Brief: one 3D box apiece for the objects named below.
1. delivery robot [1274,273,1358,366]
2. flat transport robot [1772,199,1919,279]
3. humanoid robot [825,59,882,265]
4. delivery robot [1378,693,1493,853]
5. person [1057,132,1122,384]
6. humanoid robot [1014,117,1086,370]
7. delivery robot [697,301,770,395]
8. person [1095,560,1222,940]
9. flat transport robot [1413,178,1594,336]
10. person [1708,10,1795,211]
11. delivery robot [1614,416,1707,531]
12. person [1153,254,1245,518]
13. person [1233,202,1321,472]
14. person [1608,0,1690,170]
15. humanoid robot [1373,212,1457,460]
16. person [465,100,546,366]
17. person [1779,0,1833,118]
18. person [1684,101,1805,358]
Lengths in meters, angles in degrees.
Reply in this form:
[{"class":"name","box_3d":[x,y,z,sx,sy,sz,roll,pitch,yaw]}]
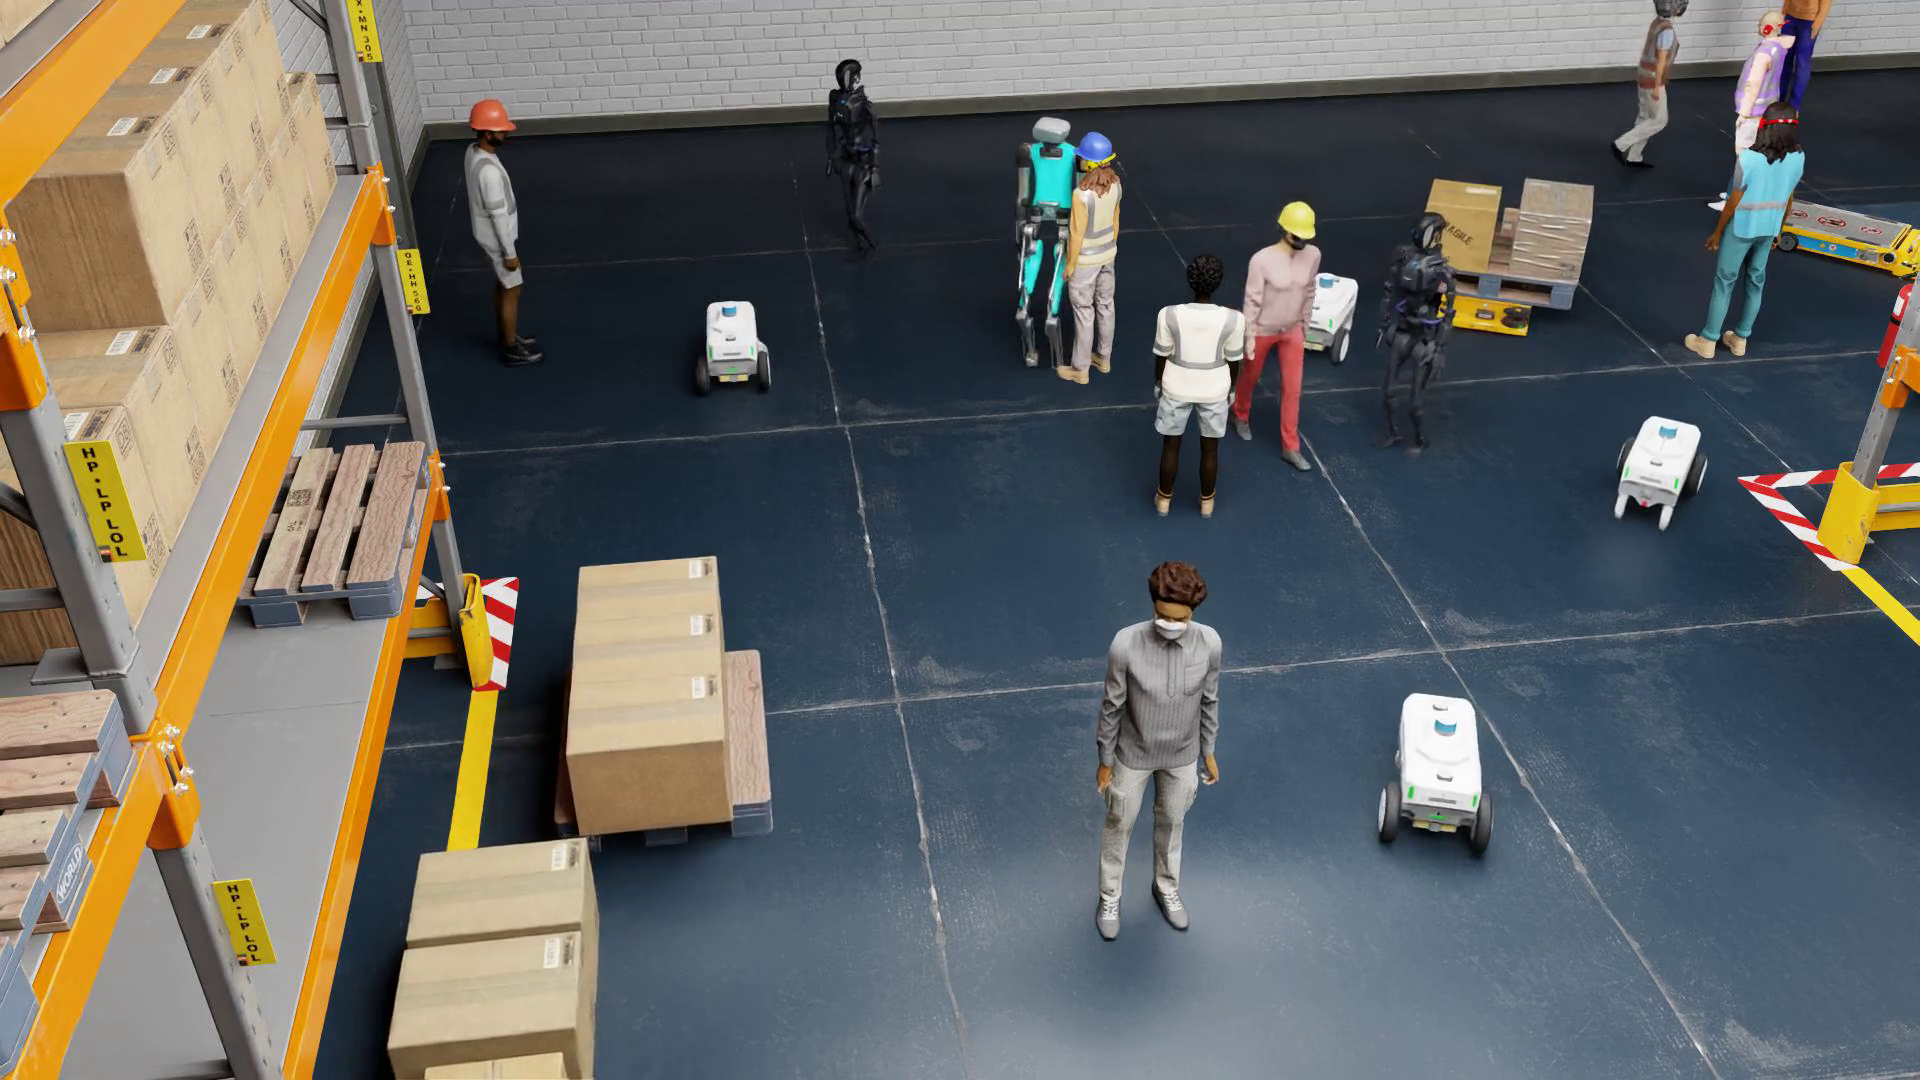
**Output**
[{"class":"delivery robot","box_3d":[2.632,-1.641,12.106,0.499,0.595,0.781,15,36,22]},{"class":"flat transport robot","box_3d":[7.232,-2.497,13.678,1.431,0.231,0.659,23,40,31]},{"class":"humanoid robot","box_3d":[-0.836,-2.984,13.135,0.612,1.643,0.335,26,41,34]},{"class":"delivery robot","box_3d":[2.278,1.106,7.913,0.514,0.613,0.785,6,34,10]},{"class":"person","box_3d":[0.898,-1.935,11.434,0.476,1.780,0.301,-27,42,-35]},{"class":"humanoid robot","box_3d":[0.573,-1.953,11.532,0.539,1.824,0.732,10,34,15]},{"class":"delivery robot","box_3d":[-1.591,-1.371,11.698,0.525,0.601,0.772,-4,33,-6]},{"class":"person","box_3d":[0.825,0.876,7.022,0.531,1.898,0.394,-4,33,-7]},{"class":"flat transport robot","box_3d":[4.109,-1.987,12.897,0.659,0.231,1.431,11,35,16]},{"class":"person","box_3d":[6.740,-3.637,14.130,0.358,1.683,0.484,24,40,31]},{"class":"delivery robot","box_3d":[4.333,-0.457,10.309,0.499,0.614,0.815,17,37,25]},{"class":"person","box_3d":[1.400,-0.896,9.920,0.533,1.693,0.320,4,33,6]},{"class":"person","box_3d":[2.024,-1.322,10.545,0.547,1.723,0.771,-10,34,-14]},{"class":"person","box_3d":[6.189,-4.106,14.846,0.408,1.672,0.455,7,34,10]},{"class":"humanoid robot","box_3d":[2.892,-1.297,10.555,0.322,1.651,0.593,-21,38,-28]},{"class":"person","box_3d":[-3.188,-2.126,11.603,0.385,1.923,0.547,-15,36,-21]},{"class":"person","box_3d":[8.136,-5.064,16.062,0.406,1.974,0.512,-12,35,-18]},{"class":"person","box_3d":[5.557,-2.160,11.702,0.514,1.866,0.392,-4,33,-5]}]
